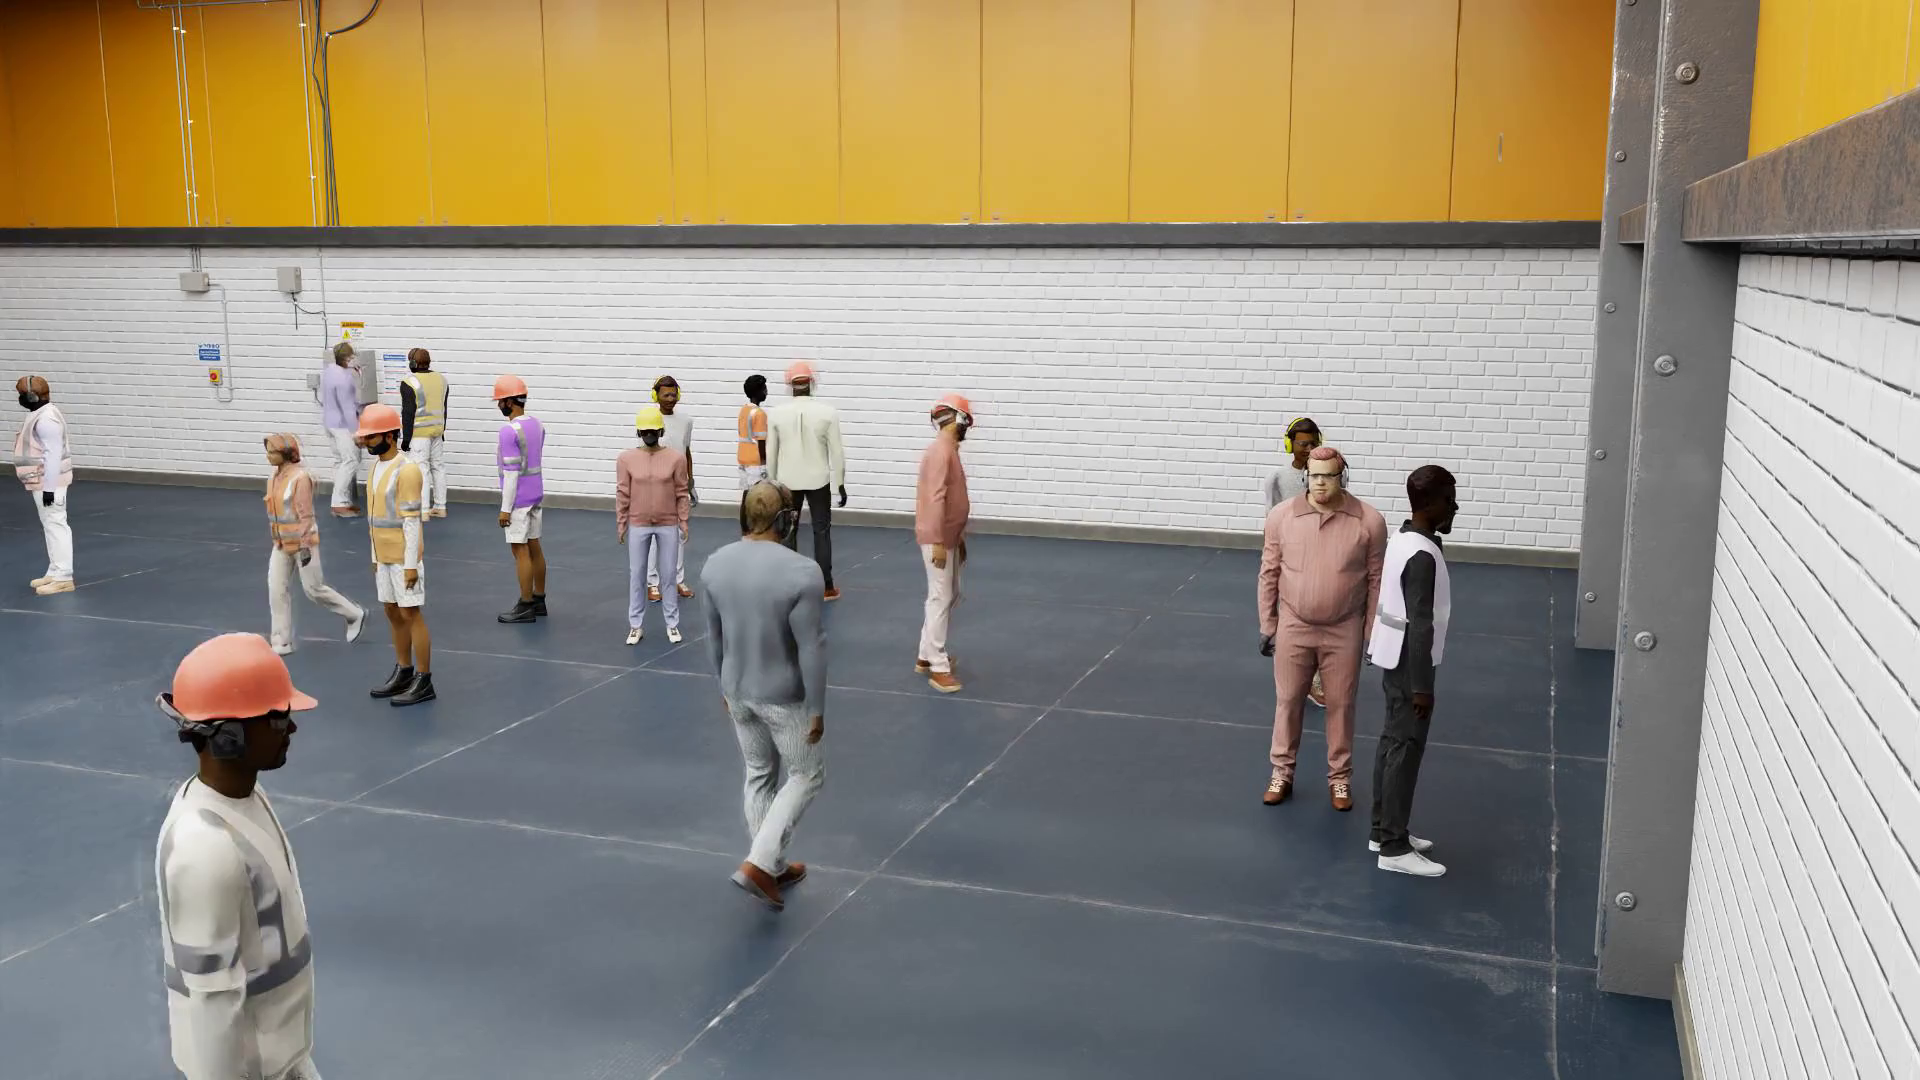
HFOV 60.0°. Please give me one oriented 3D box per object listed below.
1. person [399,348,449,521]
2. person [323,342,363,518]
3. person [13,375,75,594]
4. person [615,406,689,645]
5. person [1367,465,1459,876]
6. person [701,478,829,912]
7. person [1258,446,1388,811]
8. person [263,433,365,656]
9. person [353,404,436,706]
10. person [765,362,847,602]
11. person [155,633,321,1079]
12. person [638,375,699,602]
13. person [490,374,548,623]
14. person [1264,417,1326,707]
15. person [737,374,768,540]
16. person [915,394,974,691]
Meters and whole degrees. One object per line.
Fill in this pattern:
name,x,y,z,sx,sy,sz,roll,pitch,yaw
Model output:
person,-5.720,-1.123,17.709,0.429,1.844,0.627,5,11,24
person,-6.665,-1.177,17.883,0.429,1.897,0.684,-8,13,-37
person,-7.722,-0.468,14.030,0.430,1.840,0.619,-6,12,-32
person,-2.247,-0.104,12.186,0.533,1.765,0.330,-2,10,-10
person,2.109,0.596,7.809,0.373,1.917,0.595,1,10,7
person,-0.848,0.685,7.298,0.658,1.925,0.636,6,11,28
person,1.863,0.458,8.617,0.651,1.906,0.402,3,10,15
person,-4.692,0.020,11.908,0.524,1.612,0.735,7,12,35
person,-3.627,0.094,10.613,0.541,1.931,0.381,9,14,43
person,-1.263,-0.464,13.660,0.677,1.966,0.482,1,10,4
person,-1.789,1.221,4.019,0.787,2.024,0.609,-3,11,-18
person,-2.411,-0.430,13.737,0.535,1.864,0.309,-7,12,-35
person,-3.430,-0.318,12.911,0.362,1.934,0.543,2,10,11
person,2.153,0.152,10.462,0.553,1.861,0.332,-3,10,-16
person,-1.966,-0.740,15.953,0.321,1.696,0.536,-5,11,-26
person,-0.126,0.011,11.064,0.392,1.943,0.723,2,10,9
